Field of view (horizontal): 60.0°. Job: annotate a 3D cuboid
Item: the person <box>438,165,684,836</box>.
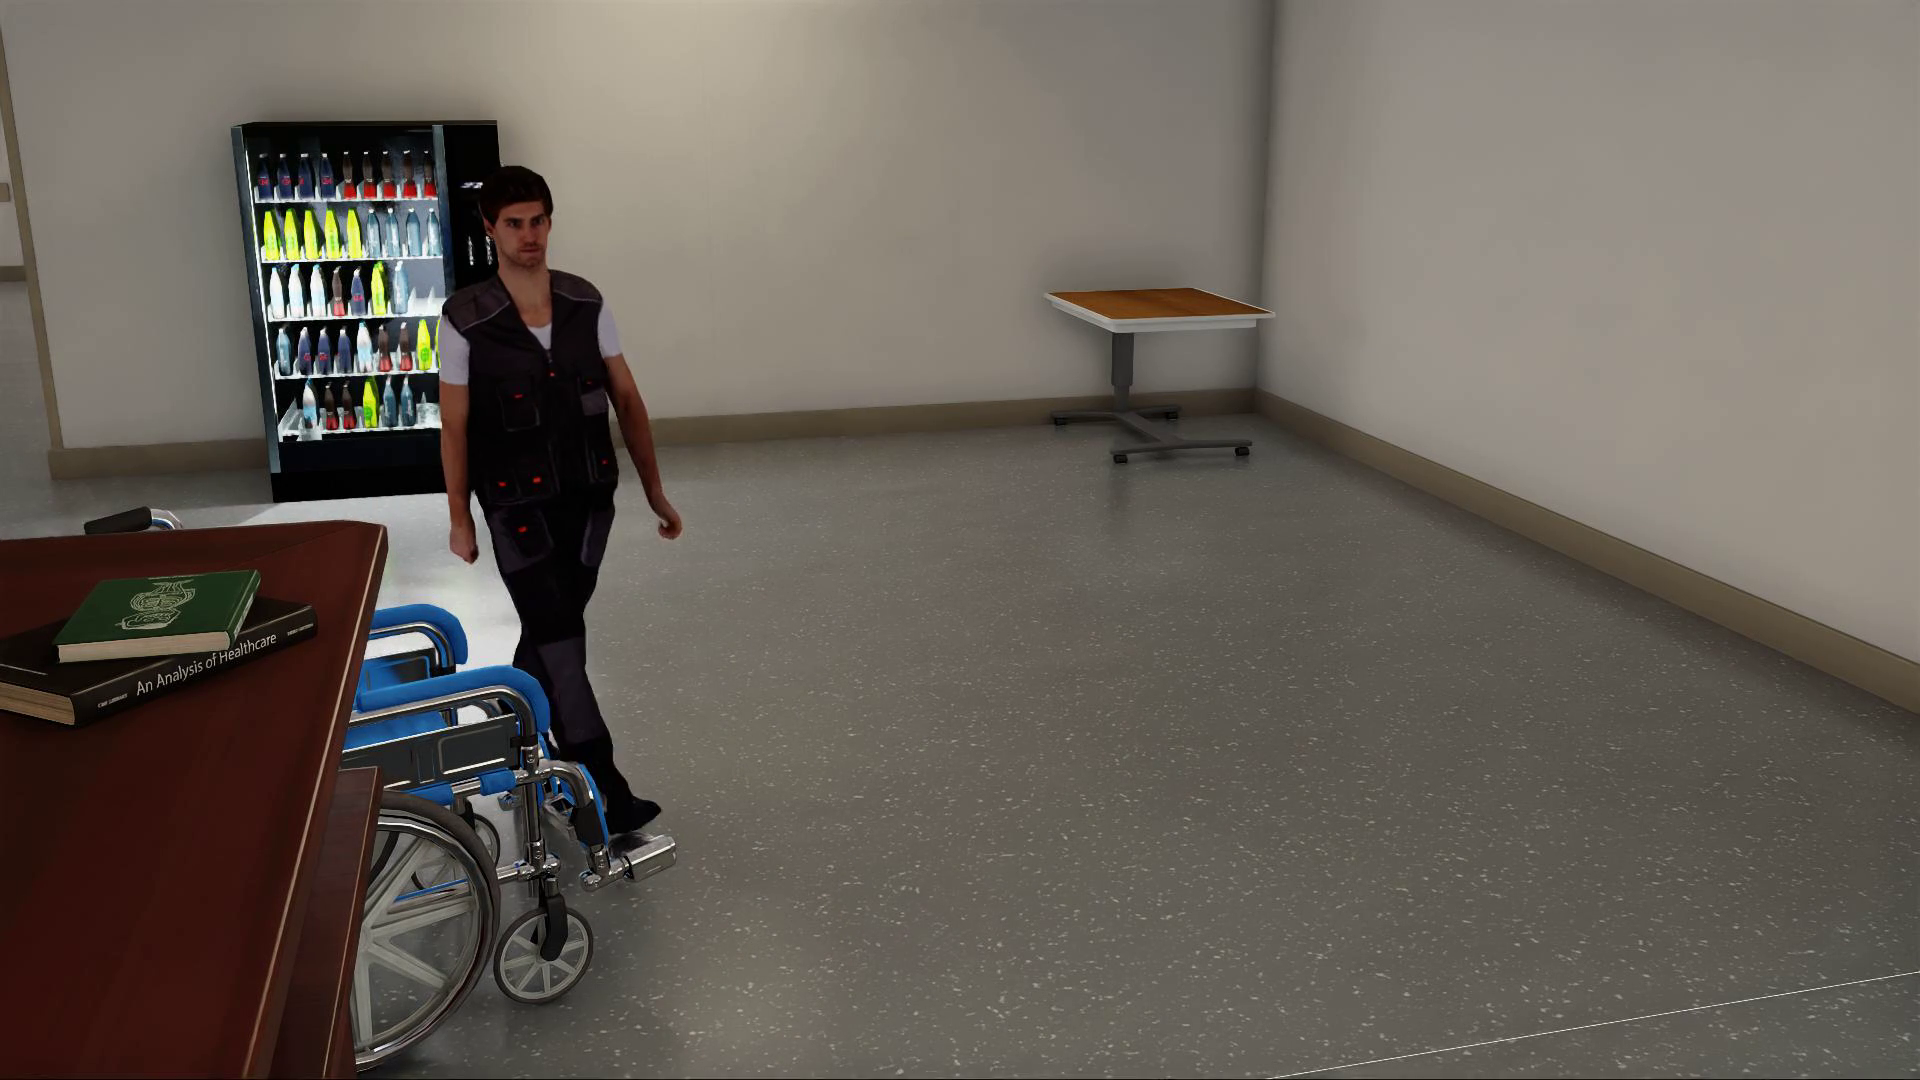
[{"bbox_3d":[-1.215,-0.095,4.690,1.221,1.797,1.105,-15,22,-43],"label":"person"}]
